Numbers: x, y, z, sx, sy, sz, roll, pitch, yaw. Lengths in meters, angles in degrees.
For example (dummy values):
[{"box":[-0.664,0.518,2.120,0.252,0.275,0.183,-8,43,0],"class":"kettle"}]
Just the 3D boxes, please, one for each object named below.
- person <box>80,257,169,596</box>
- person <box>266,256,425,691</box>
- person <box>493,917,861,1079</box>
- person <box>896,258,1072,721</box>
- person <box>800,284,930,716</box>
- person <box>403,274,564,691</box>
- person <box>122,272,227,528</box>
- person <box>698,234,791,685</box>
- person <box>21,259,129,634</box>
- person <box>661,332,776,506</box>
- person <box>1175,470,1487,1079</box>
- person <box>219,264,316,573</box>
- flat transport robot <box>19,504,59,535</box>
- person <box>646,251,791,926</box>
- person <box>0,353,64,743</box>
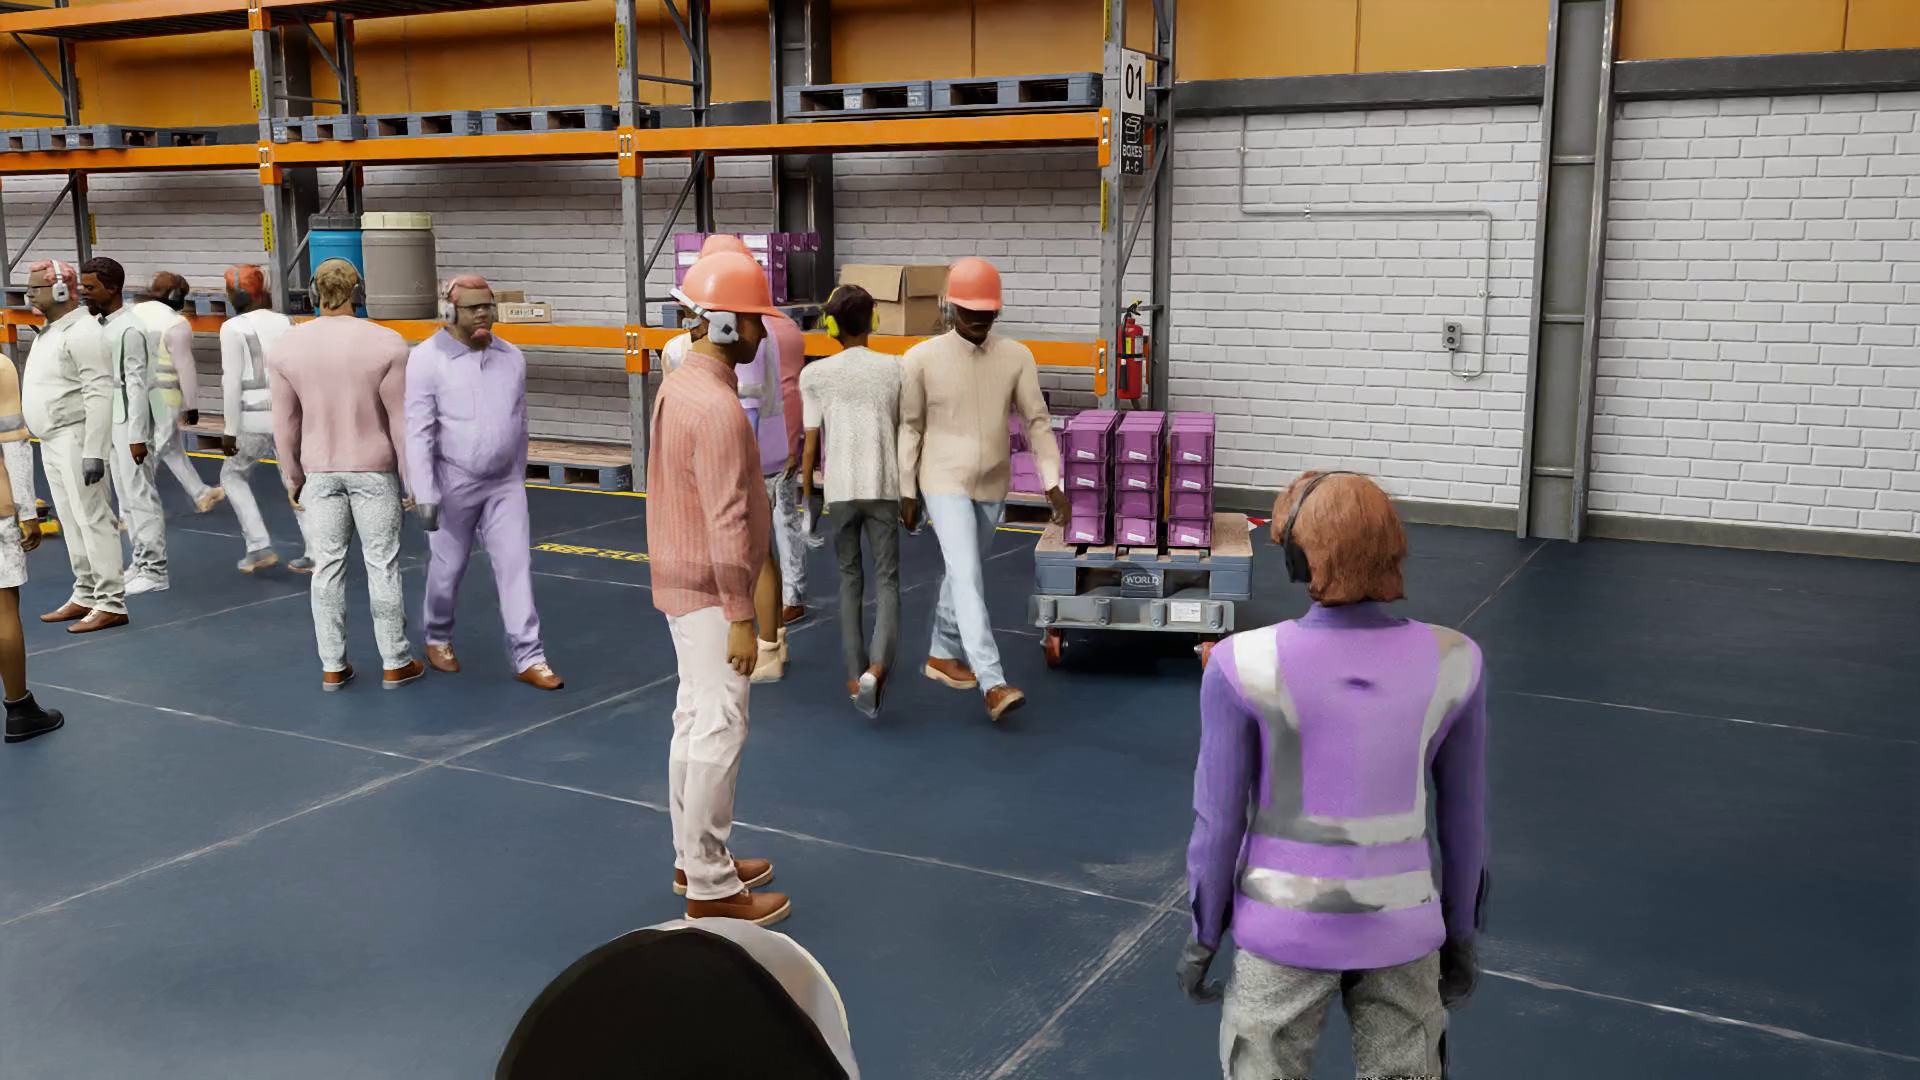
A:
[{"box":[-4.738,-0.646,9.479,0.394,1.913,0.591,-9,14,-40],"class":"person"},{"box":[-2.717,-0.283,7.416,0.627,1.936,0.370,-1,10,-3],"class":"person"},{"box":[-0.186,0.885,0.939,0.361,1.966,0.614,3,11,17],"class":"person"},{"box":[0.084,-0.224,7.089,0.639,1.921,1.058,-5,11,-26],"class":"person"},{"box":[-0.402,-0.162,7.054,0.564,1.840,0.761,0,10,-2],"class":"person"},{"box":[-2.212,-0.269,7.555,0.913,1.862,0.654,10,14,44],"class":"person"},{"box":[-5.621,-1.001,11.810,0.694,1.773,0.974,6,12,31],"class":"person"},{"box":[-0.995,-0.356,7.556,0.433,2.032,0.621,-1,10,-5],"class":"person"},{"box":[-4.588,-0.479,8.569,0.654,1.906,0.406,10,14,43],"class":"person"},{"box":[-1.083,-0.316,7.641,0.549,1.924,0.388,3,11,15],"class":"person"},{"box":[0.648,0.693,2.912,0.534,1.626,0.380,-1,10,-5],"class":"person"},{"box":[-4.118,-0.690,9.854,0.601,1.856,0.616,4,11,23],"class":"person"},{"box":[-6.816,-0.194,11.490,0.652,0.197,1.431,-10,14,-44],"class":"flat transport robot"},{"box":[-0.704,0.155,4.897,0.413,1.982,0.623,-4,11,-20],"class":"person"},{"box":[-3.947,-0.141,6.627,0.544,1.939,0.354,-1,10,-3],"class":"person"}]
